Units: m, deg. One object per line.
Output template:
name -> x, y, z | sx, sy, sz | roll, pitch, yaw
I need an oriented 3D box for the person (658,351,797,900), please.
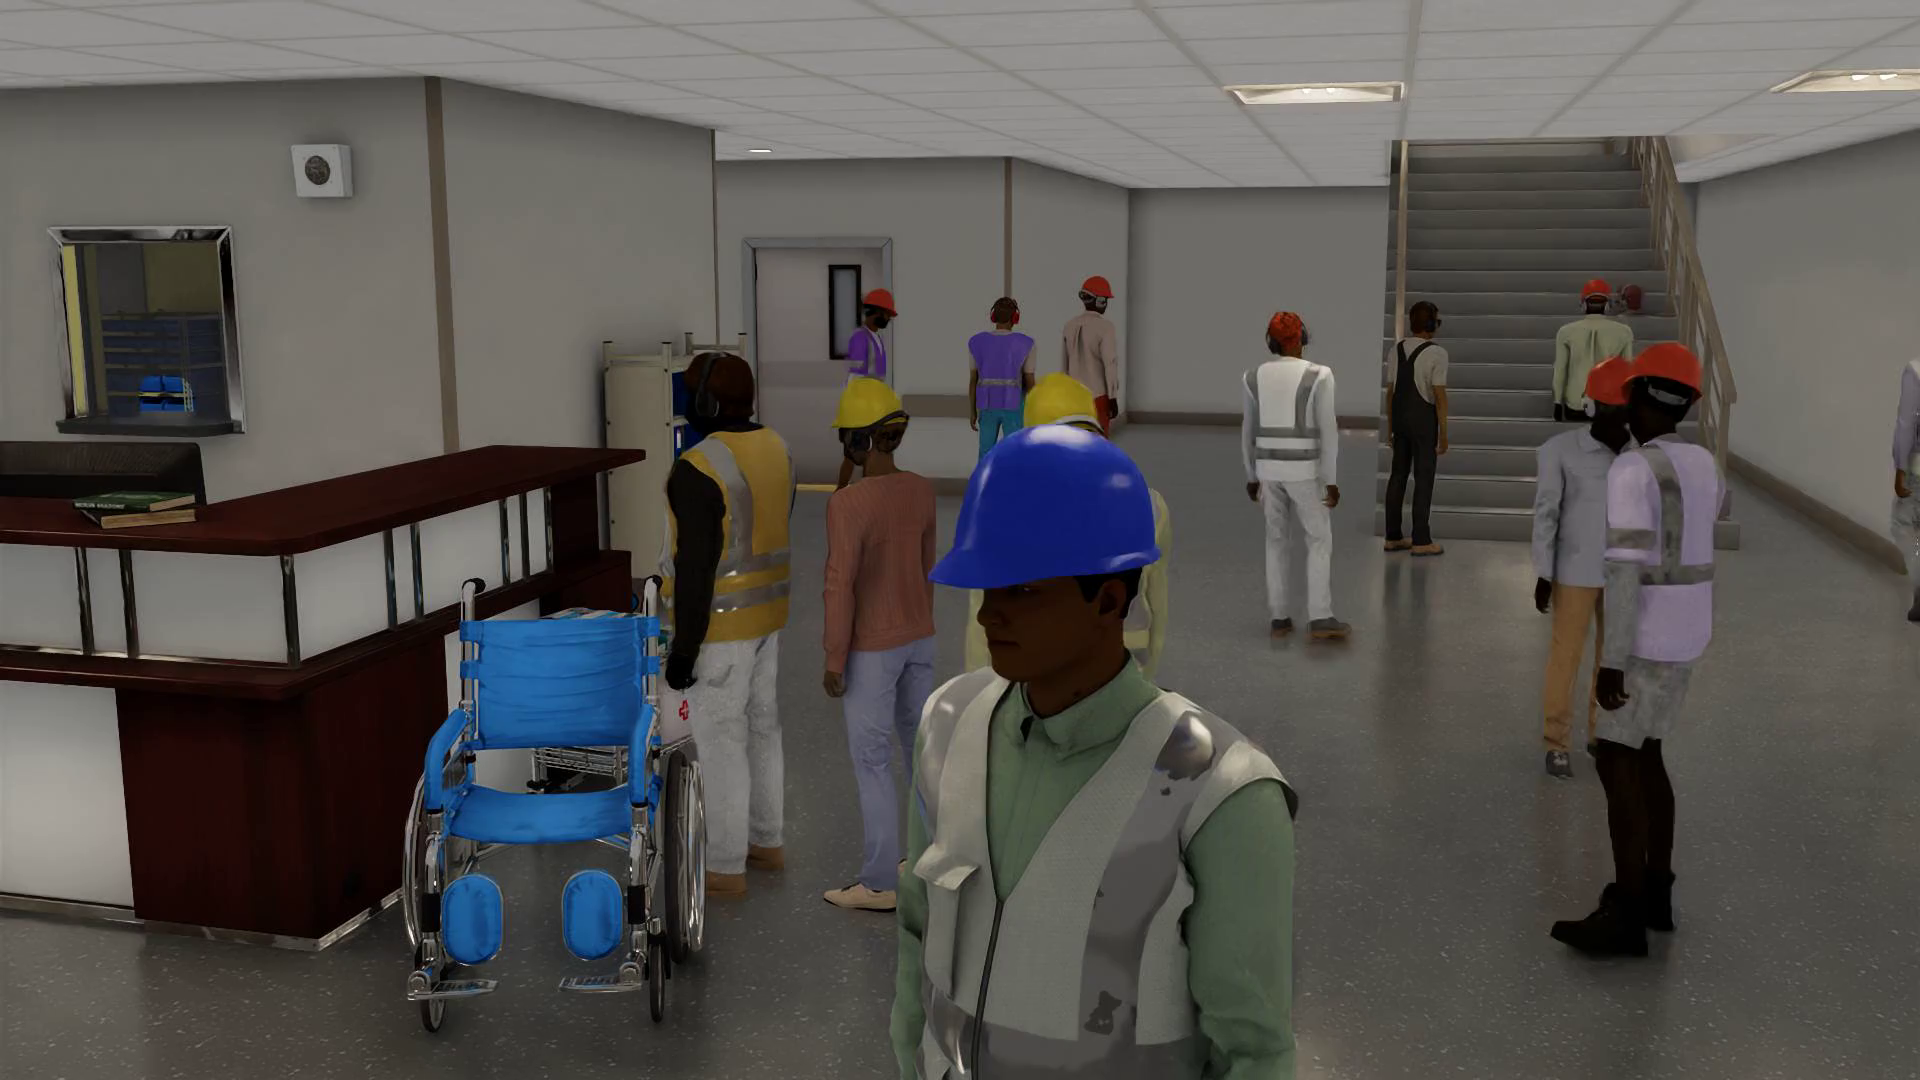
person -> -0.794, 0.286, 5.623 | 0.429, 1.842, 0.628 | 4, 10, 21

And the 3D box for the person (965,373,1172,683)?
person -> 0.308, 0.426, 4.865 | 0.607, 1.816, 0.403 | -2, 10, -10

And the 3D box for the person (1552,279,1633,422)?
person -> 5.246, -1.167, 13.803 | 0.610, 1.970, 0.800 | 4, 10, 23

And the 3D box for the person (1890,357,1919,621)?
person -> 5.682, -0.434, 9.579 | 0.617, 1.932, 0.469 | 1, 10, 5

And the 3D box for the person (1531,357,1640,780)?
person -> 2.651, 0.123, 6.902 | 0.575, 1.757, 0.411 | 0, 10, -2

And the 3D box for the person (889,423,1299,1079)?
person -> 0.135, 0.818, 2.167 | 0.614, 1.946, 0.389 | 9, 13, 44

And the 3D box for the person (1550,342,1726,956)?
person -> 2.137, 0.328, 5.260 | 0.749, 1.884, 0.412 | -9, 13, -44

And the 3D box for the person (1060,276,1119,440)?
person -> 1.129, -1.240, 14.155 | 0.401, 1.989, 0.623 | -8, 13, -39

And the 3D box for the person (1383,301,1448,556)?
person -> 3.298, -0.802, 12.027 | 0.339, 1.839, 0.513 | -7, 12, -36

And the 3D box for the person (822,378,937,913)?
person -> -0.275, 0.343, 5.539 | 0.349, 1.758, 0.522 | 7, 12, 35

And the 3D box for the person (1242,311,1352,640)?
person -> 1.881, -0.371, 9.466 | 0.665, 1.847, 0.391 | 8, 13, 41

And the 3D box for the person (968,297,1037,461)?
person -> 0.341, -1.028, 13.382 | 0.560, 1.837, 0.392 | 2, 10, 12

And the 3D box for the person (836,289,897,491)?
person -> -0.824, -1.122, 13.763 | 0.576, 1.894, 0.576 | 3, 10, 17
